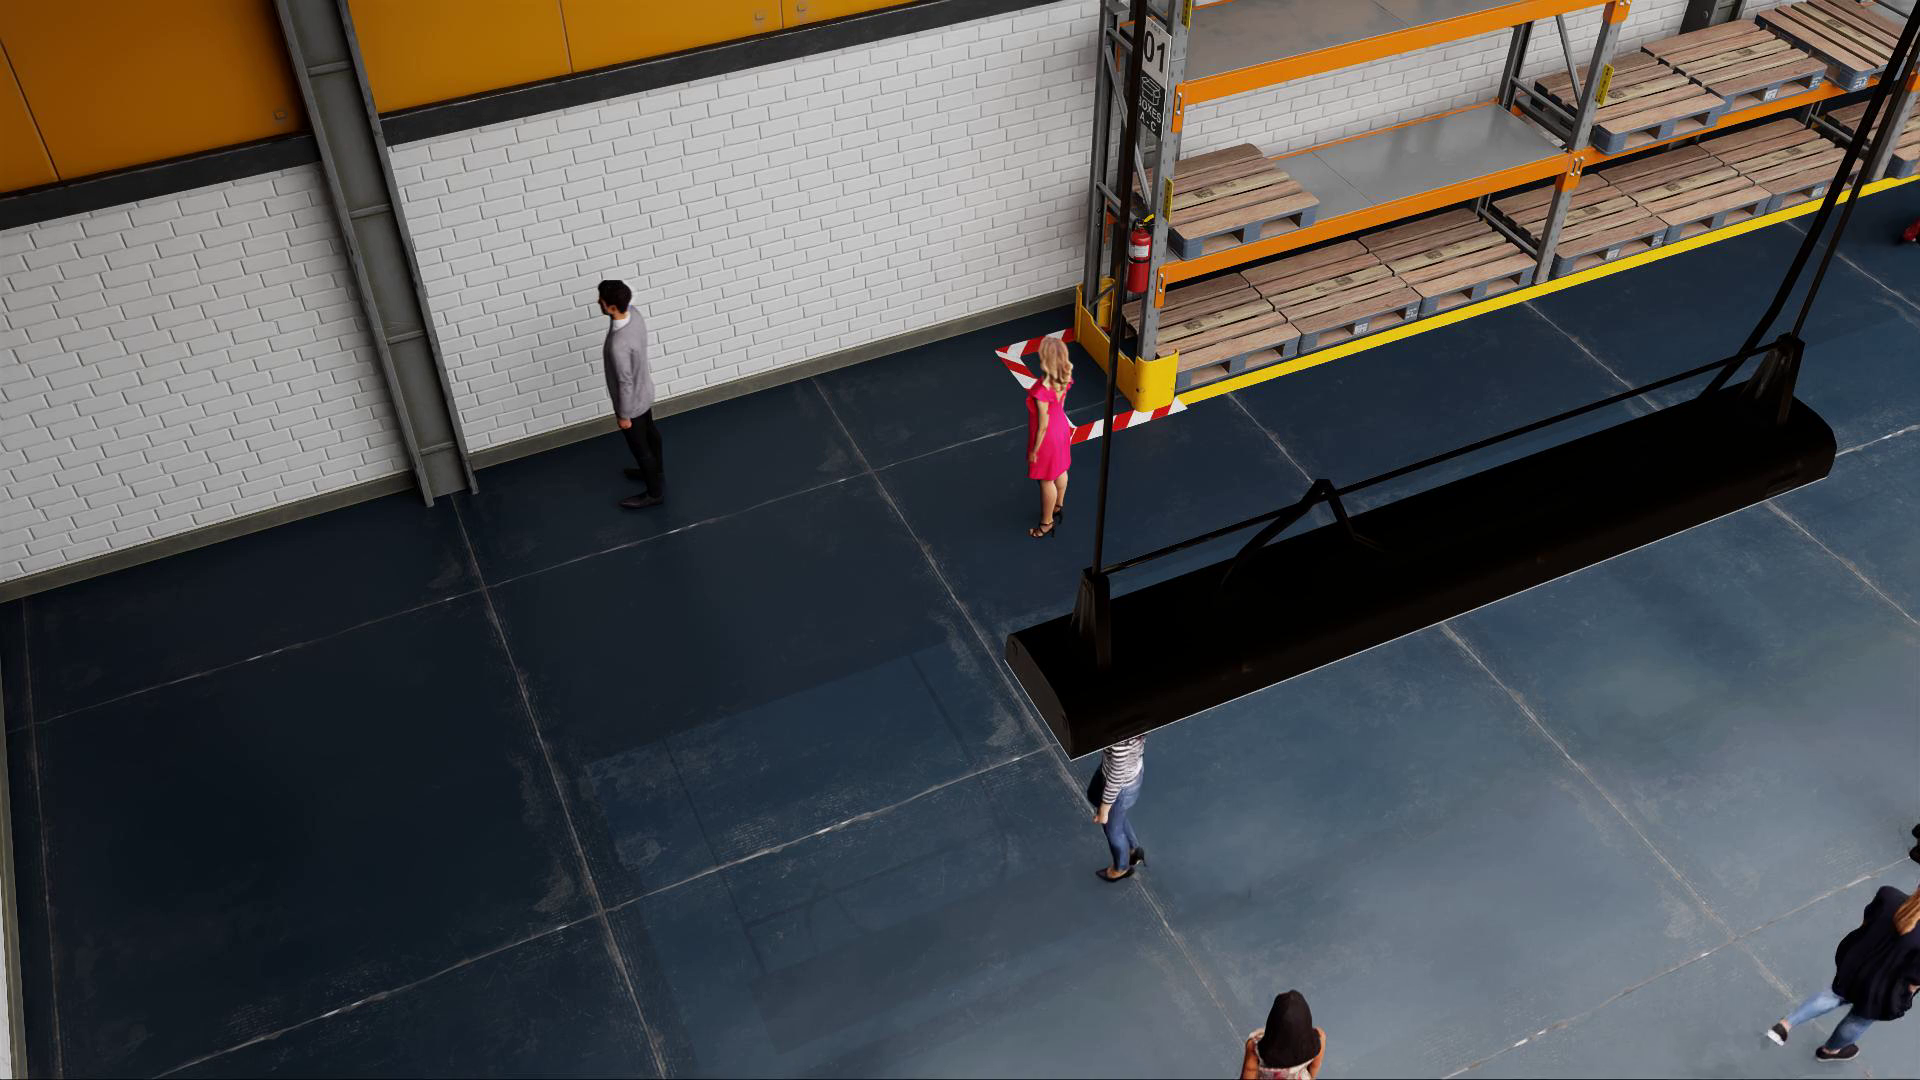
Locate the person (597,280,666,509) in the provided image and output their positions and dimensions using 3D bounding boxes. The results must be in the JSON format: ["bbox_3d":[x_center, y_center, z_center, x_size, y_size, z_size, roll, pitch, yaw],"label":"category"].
[{"bbox_3d":[-2.348,-1.053,11.953,0.787,1.922,0.829,0,44,0],"label":"person"}]

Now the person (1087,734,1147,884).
[{"bbox_3d":[1.000,1.417,9.462,0.810,1.781,0.756,12,45,12],"label":"person"}]

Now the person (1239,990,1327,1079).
[{"bbox_3d":[1.543,2.724,8.189,0.543,1.645,0.755,-9,44,-10],"label":"person"}]

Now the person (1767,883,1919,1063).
[{"bbox_3d":[4.674,2.274,8.642,0.889,1.671,0.733,-8,44,-8],"label":"person"}]

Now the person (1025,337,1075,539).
[{"bbox_3d":[0.642,-0.727,11.750,0.724,1.728,0.642,21,47,21],"label":"person"}]
